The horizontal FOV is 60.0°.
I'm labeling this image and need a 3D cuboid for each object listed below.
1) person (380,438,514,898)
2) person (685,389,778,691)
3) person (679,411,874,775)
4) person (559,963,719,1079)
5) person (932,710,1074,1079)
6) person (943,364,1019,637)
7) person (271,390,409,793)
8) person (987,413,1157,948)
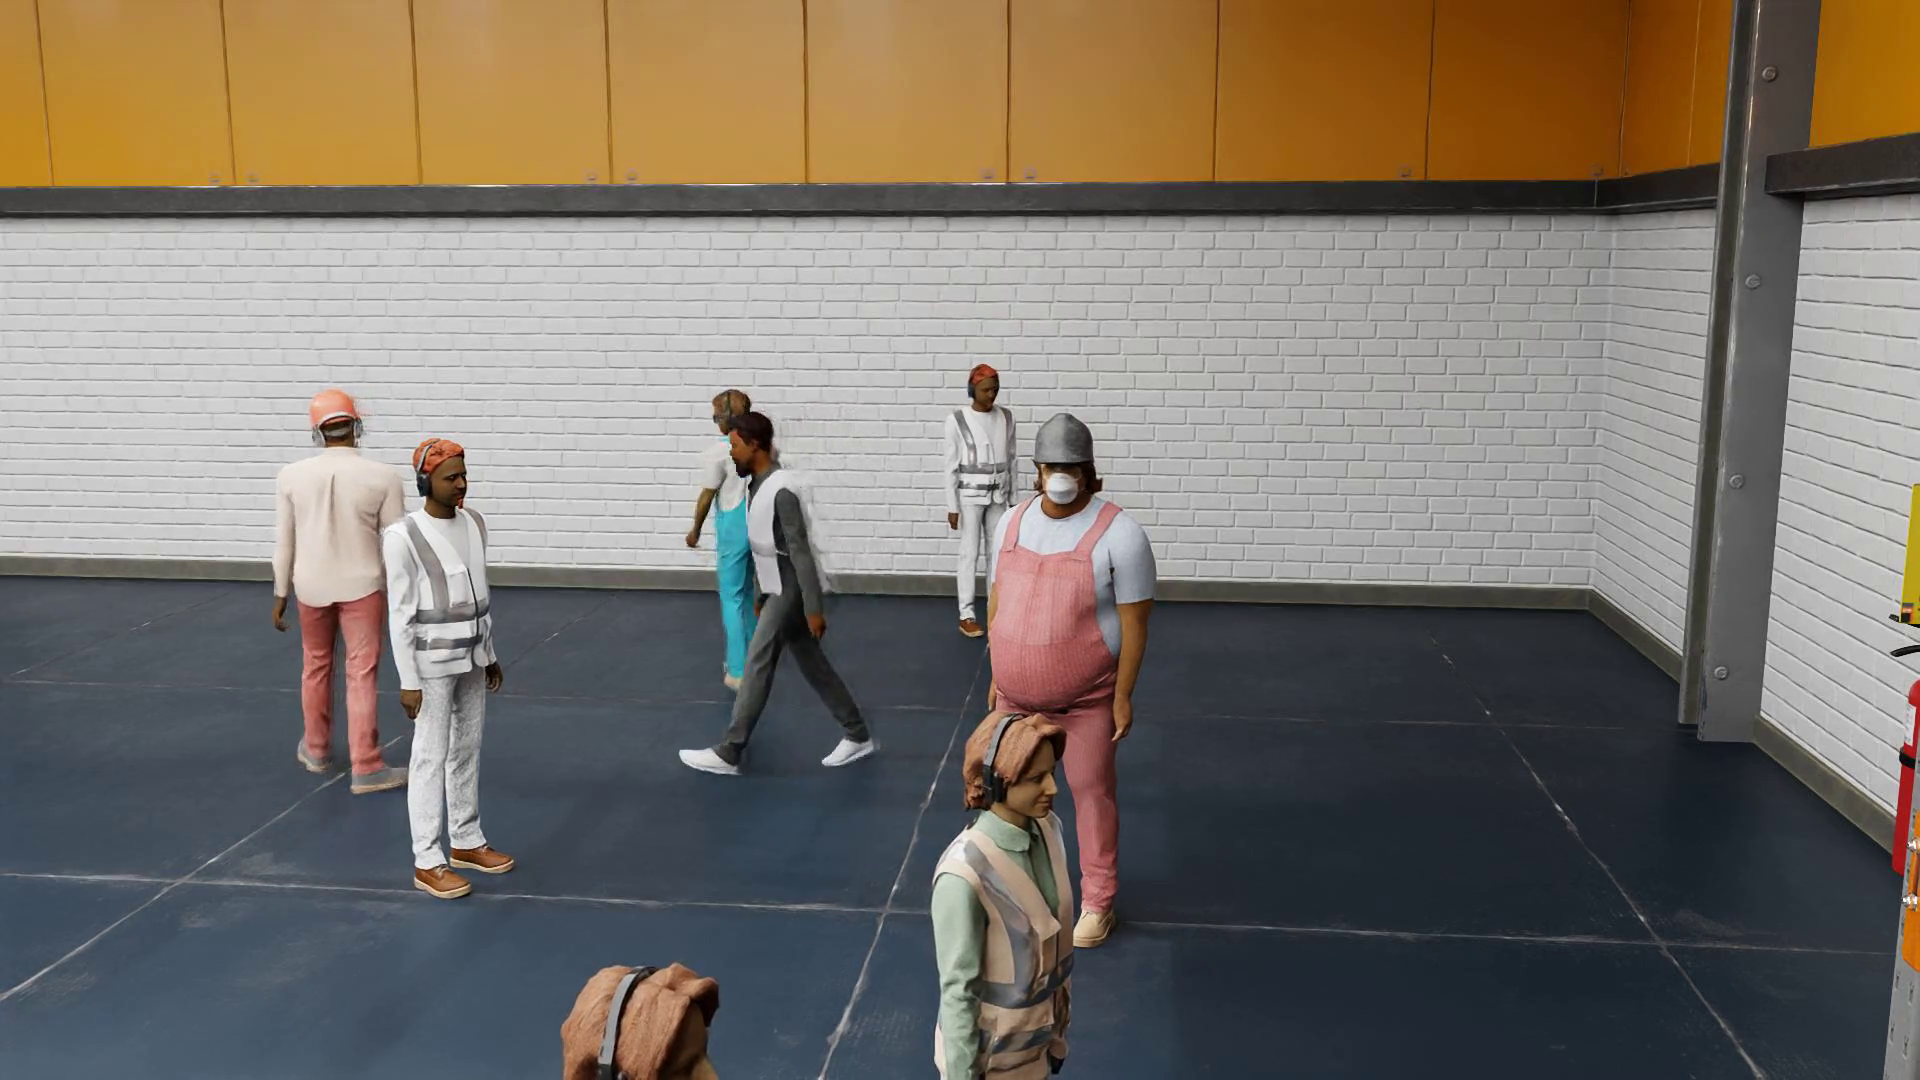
[{"bbox_3d":[-2.117,0.518,6.896,0.345,1.882,0.584,4,11,21],"label":"person"},{"bbox_3d":[-1.374,-0.011,10.113,0.514,1.819,0.530,6,12,33],"label":"person"},{"bbox_3d":[-0.898,0.273,8.417,1.015,1.846,0.664,-3,10,-16],"label":"person"},{"bbox_3d":[-0.468,1.411,2.476,0.313,1.642,0.513,2,10,10],"label":"person"},{"bbox_3d":[0.099,1.183,3.790,0.311,1.638,0.522,5,11,26],"label":"person"},{"bbox_3d":[0.154,-0.270,11.436,0.589,1.878,0.370,-6,12,-32],"label":"person"},{"bbox_3d":[-3.065,0.244,8.272,0.723,1.960,0.650,-1,10,-4],"label":"person"},{"bbox_3d":[0.365,0.533,6.362,0.683,2.000,0.537,6,12,31],"label":"person"}]
